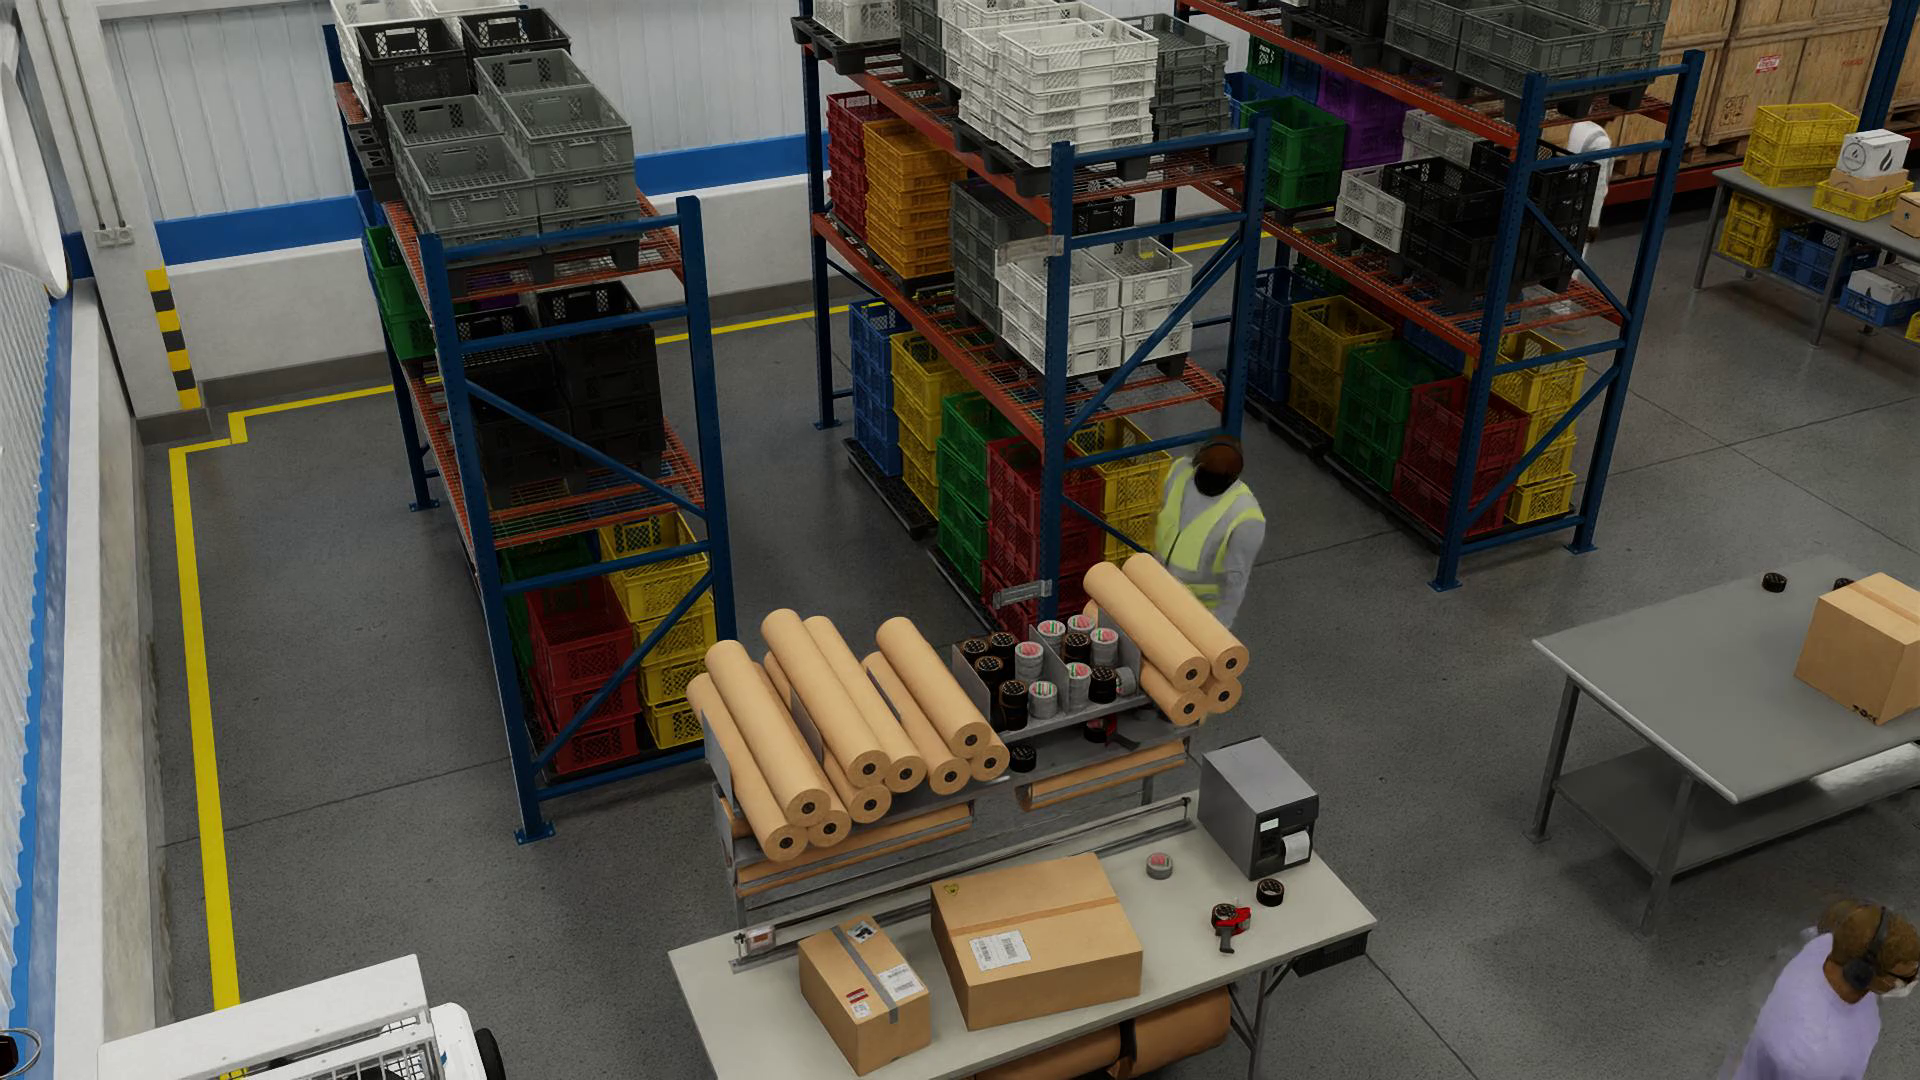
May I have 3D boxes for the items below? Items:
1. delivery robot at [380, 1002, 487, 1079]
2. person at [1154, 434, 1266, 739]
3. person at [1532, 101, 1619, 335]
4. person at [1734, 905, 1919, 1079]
[{"bbox_3d":[-1.940,2.076,6.217,0.477,0.478,0.707,-14,34,-22],"label":"delivery robot"},{"bbox_3d":[1.150,0.253,8.088,0.438,1.799,0.690,-22,38,-32],"label":"person"},{"bbox_3d":[4.633,-2.478,12.440,0.337,1.883,0.584,-2,32,-3],"label":"person"},{"bbox_3d":[2.715,1.927,5.257,0.690,1.913,0.636,23,39,33],"label":"person"}]
